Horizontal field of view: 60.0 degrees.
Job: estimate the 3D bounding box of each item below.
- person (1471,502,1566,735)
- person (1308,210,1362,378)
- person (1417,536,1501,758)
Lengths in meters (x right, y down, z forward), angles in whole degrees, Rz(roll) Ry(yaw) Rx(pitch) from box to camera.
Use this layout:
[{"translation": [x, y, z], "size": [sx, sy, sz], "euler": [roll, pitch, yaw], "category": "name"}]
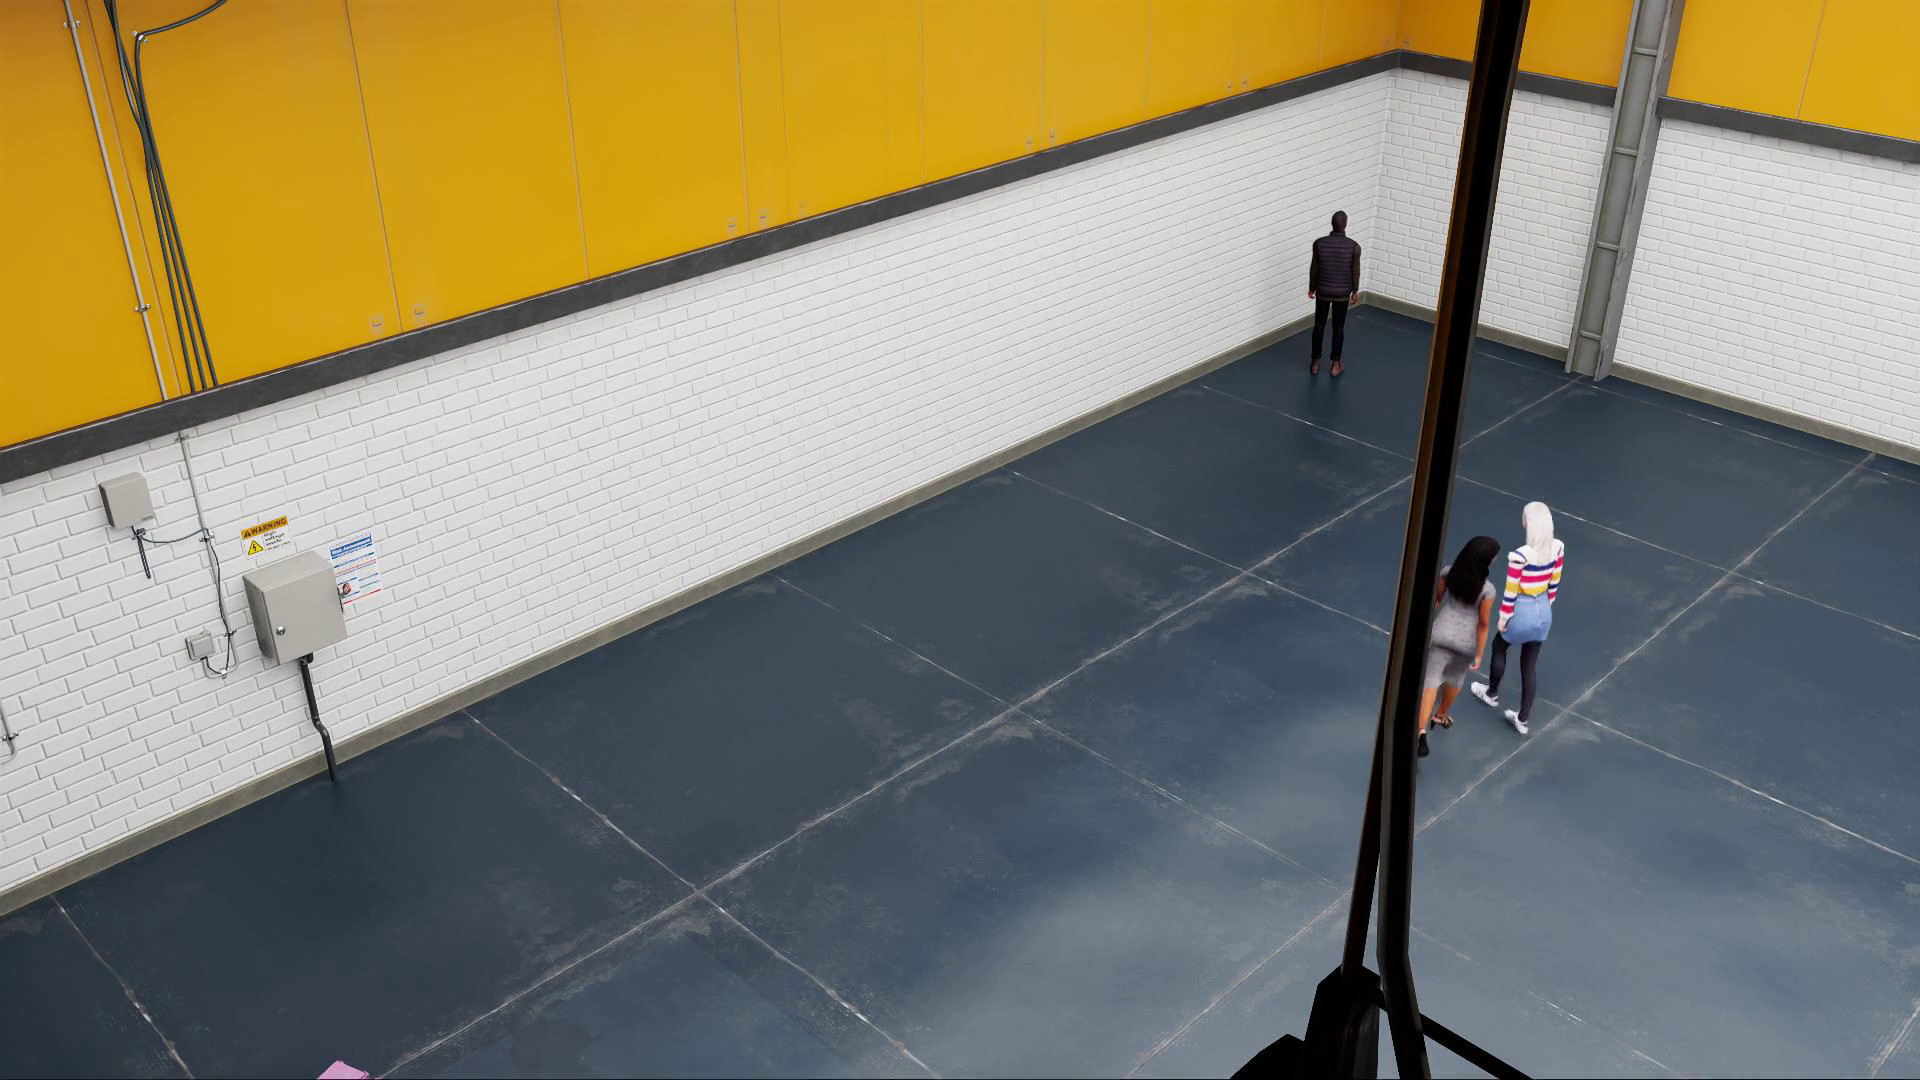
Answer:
[{"translation": [4.171, 0.607, 12.088], "size": [0.895, 1.773, 1.010], "euler": [-9, 30, -17], "category": "person"}, {"translation": [4.041, -2.681, 18.051], "size": [0.660, 1.835, 0.829], "euler": [12, 31, 21], "category": "person"}, {"translation": [3.475, 0.783, 11.794], "size": [0.973, 1.745, 0.819], "euler": [18, 33, 29], "category": "person"}]
